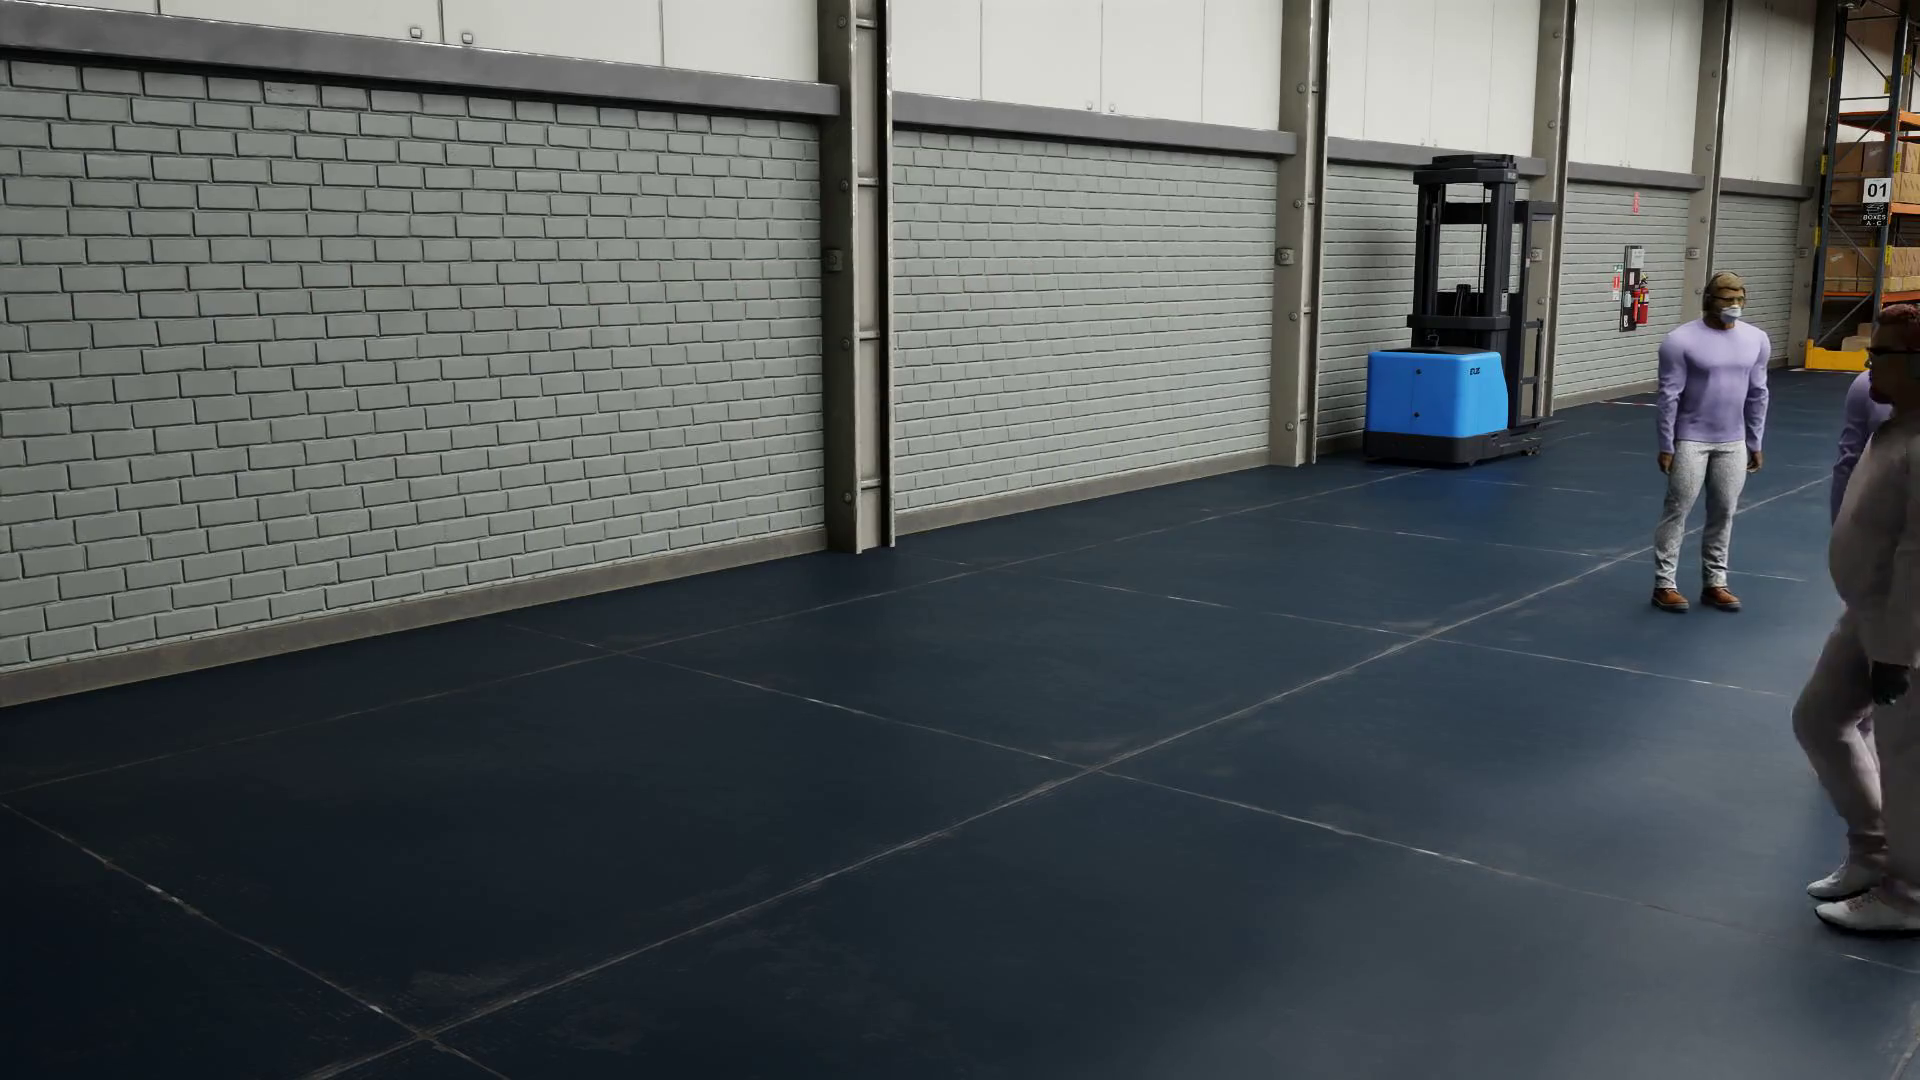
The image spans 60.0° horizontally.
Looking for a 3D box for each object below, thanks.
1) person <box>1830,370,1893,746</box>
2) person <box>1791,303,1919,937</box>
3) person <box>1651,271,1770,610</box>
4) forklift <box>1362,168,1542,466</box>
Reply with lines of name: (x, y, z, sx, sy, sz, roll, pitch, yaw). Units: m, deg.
person: (3.634, 0.013, 6.289, 0.639, 1.902, 0.406, 5, 11, 27)
person: (2.747, 0.249, 4.952, 0.462, 1.889, 0.677, 3, 10, 17)
person: (4.251, -0.553, 9.445, 0.628, 1.928, 0.385, -1, 10, -6)
forklift: (4.875, -2.212, 16.287, 1.129, 2.768, 1.873, 8, 13, 40)
